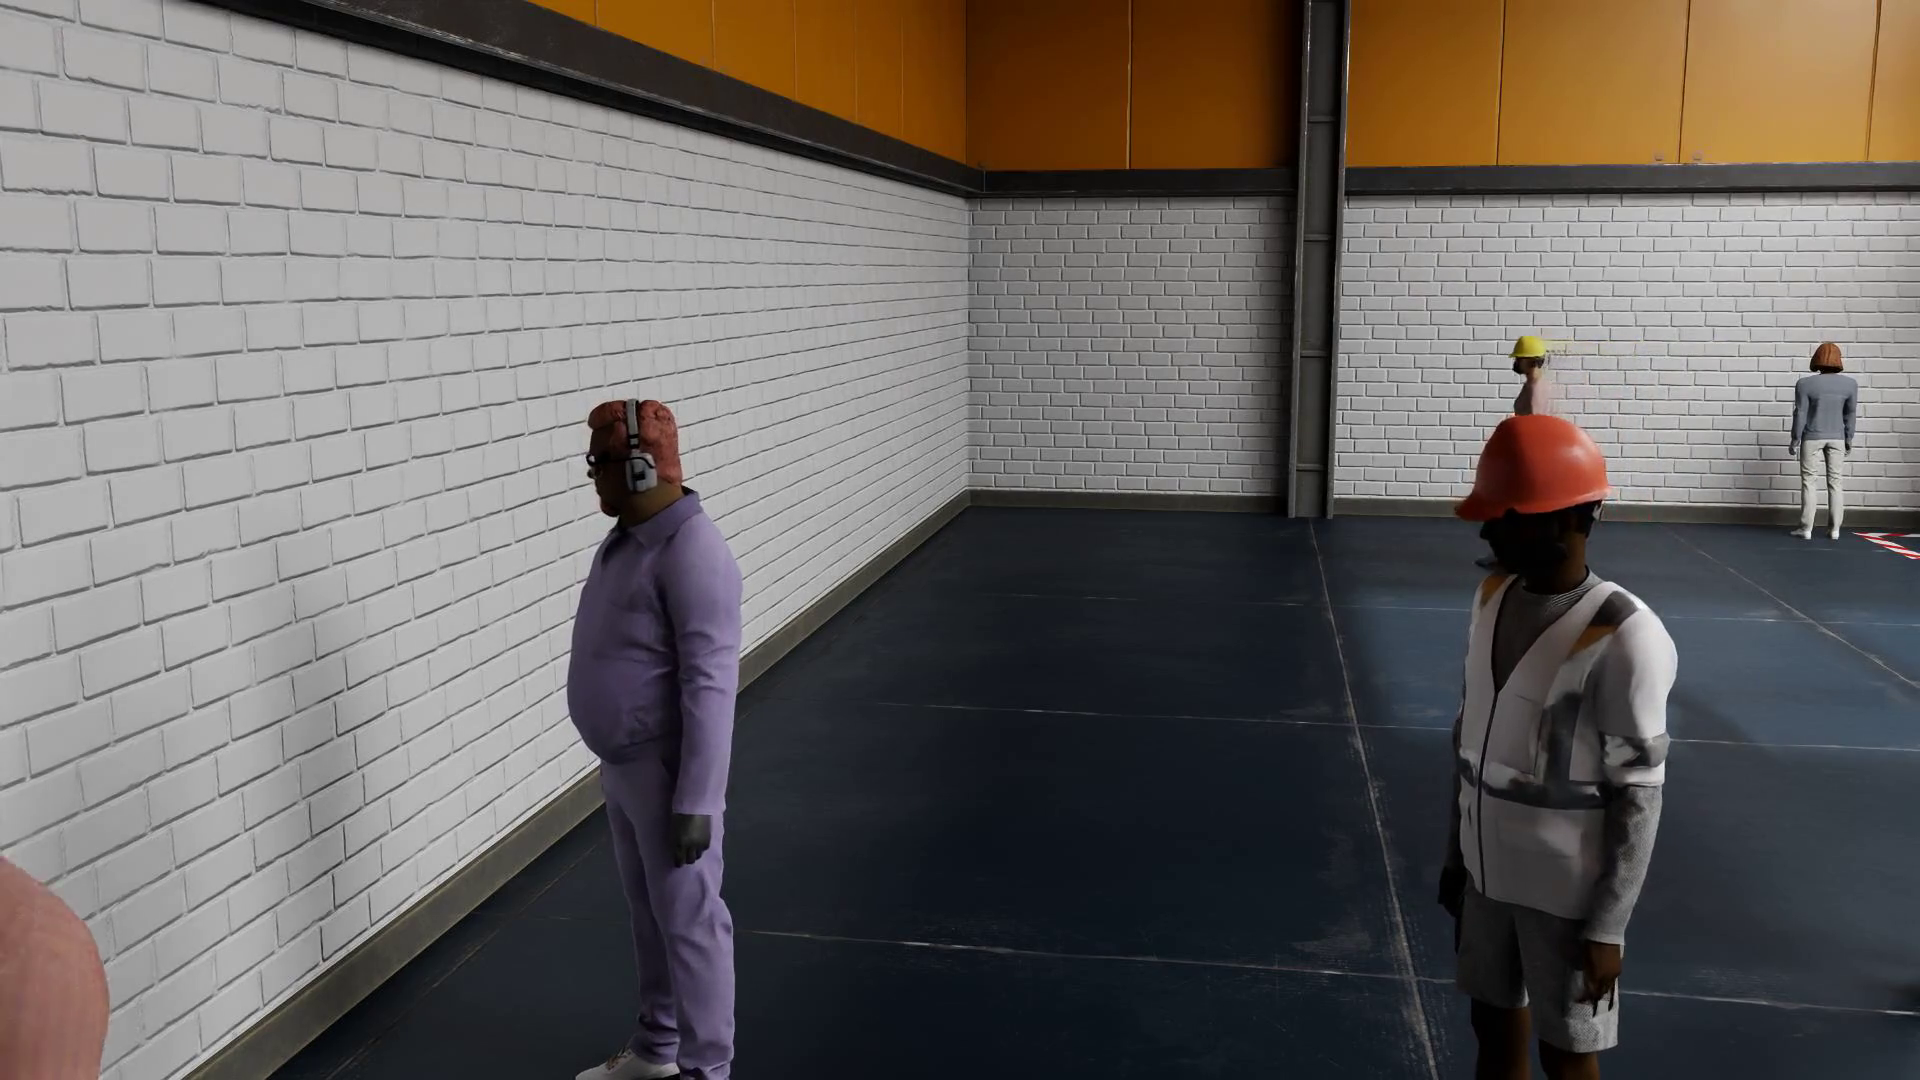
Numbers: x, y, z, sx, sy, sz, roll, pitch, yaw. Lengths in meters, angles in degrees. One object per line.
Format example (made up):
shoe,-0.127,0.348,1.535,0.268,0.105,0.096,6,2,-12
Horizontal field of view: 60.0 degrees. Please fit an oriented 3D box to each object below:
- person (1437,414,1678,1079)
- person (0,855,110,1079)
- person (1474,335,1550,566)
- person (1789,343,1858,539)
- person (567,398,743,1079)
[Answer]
person,1.188,0.701,3.480,0.375,1.930,0.542,-3,10,-20
person,-1.360,0.982,1.933,0.802,1.870,0.444,2,9,11
person,4.071,-0.621,12.216,0.655,1.744,0.547,2,9,12
person,7.148,-0.814,13.795,0.504,1.632,0.270,1,9,6
person,-0.796,0.589,4.264,0.402,1.904,0.638,-5,10,-28
